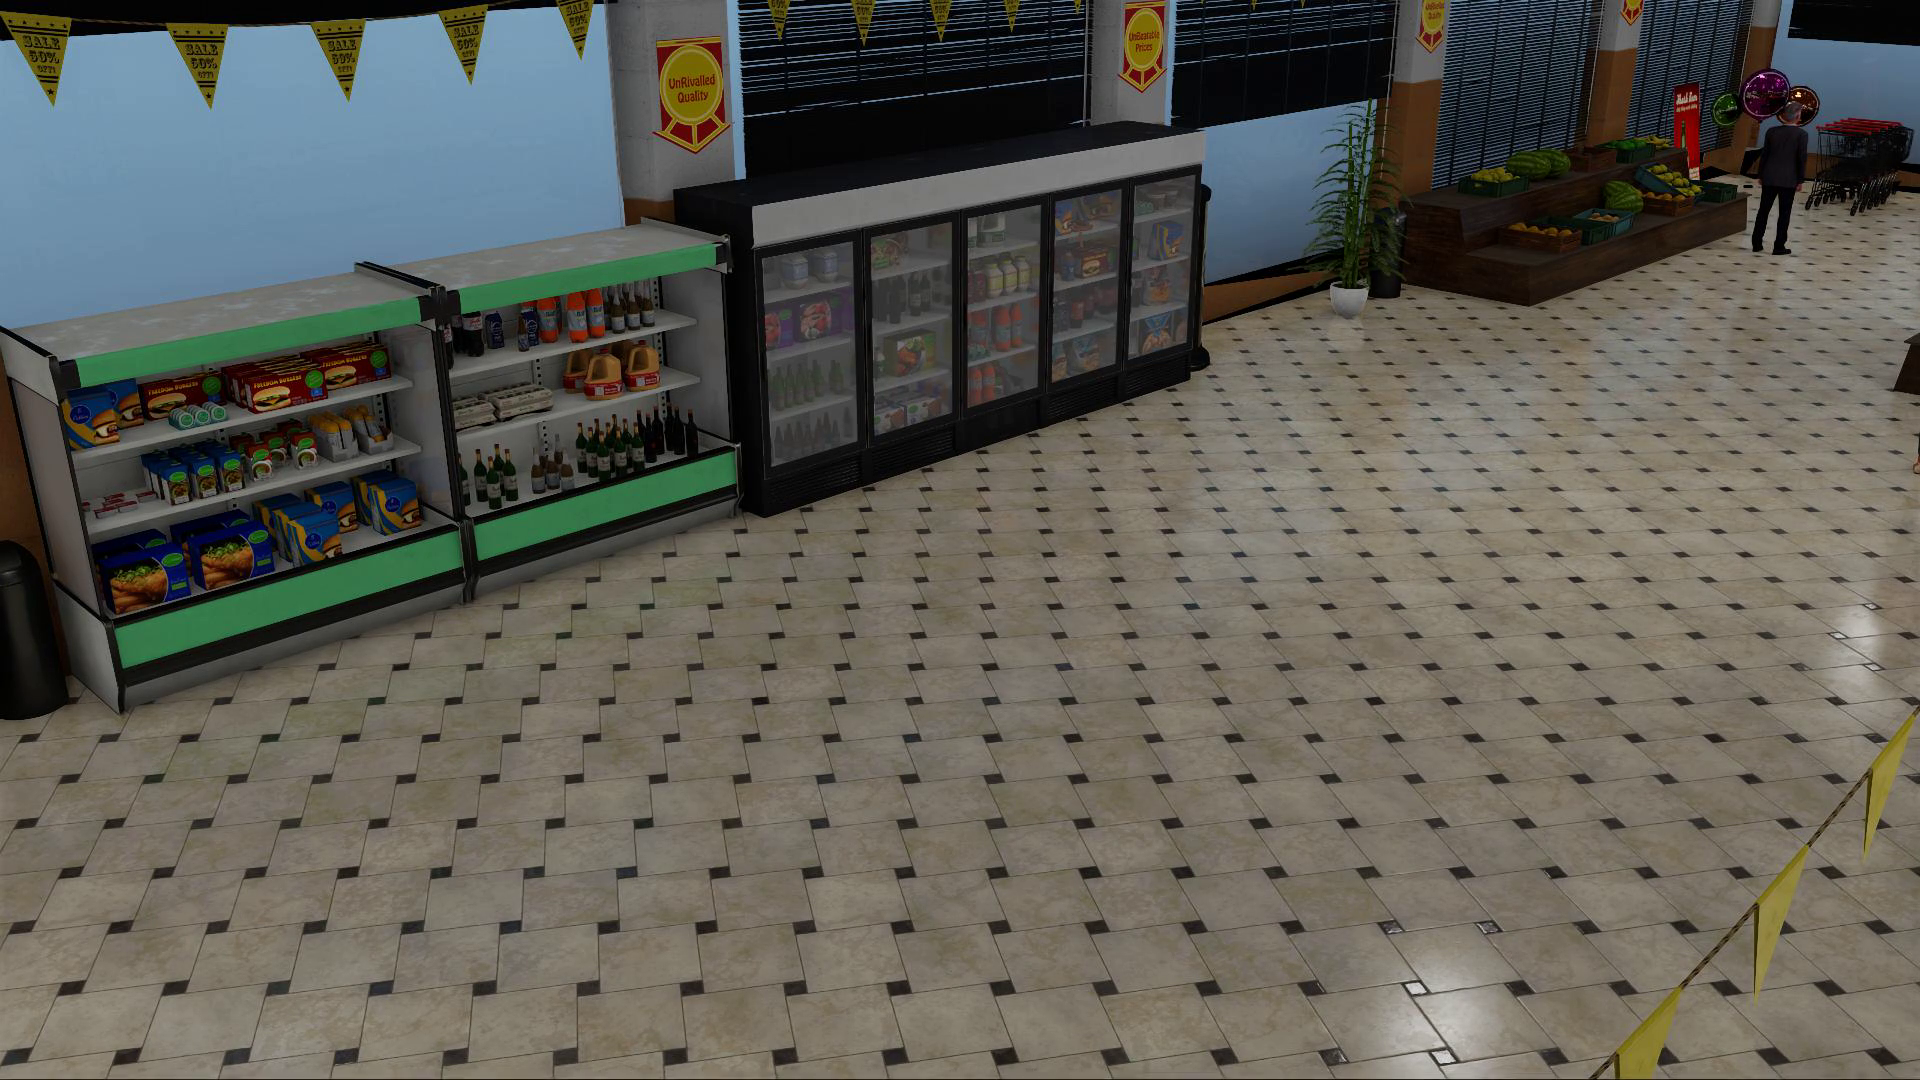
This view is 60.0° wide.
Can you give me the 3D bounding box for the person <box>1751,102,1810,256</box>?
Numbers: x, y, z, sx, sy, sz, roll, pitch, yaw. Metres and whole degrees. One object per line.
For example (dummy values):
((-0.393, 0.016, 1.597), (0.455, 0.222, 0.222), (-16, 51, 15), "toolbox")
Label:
((10.133, -4.469, 20.527), (0.575, 1.840, 0.725), (-19, 29, -39), "person")
